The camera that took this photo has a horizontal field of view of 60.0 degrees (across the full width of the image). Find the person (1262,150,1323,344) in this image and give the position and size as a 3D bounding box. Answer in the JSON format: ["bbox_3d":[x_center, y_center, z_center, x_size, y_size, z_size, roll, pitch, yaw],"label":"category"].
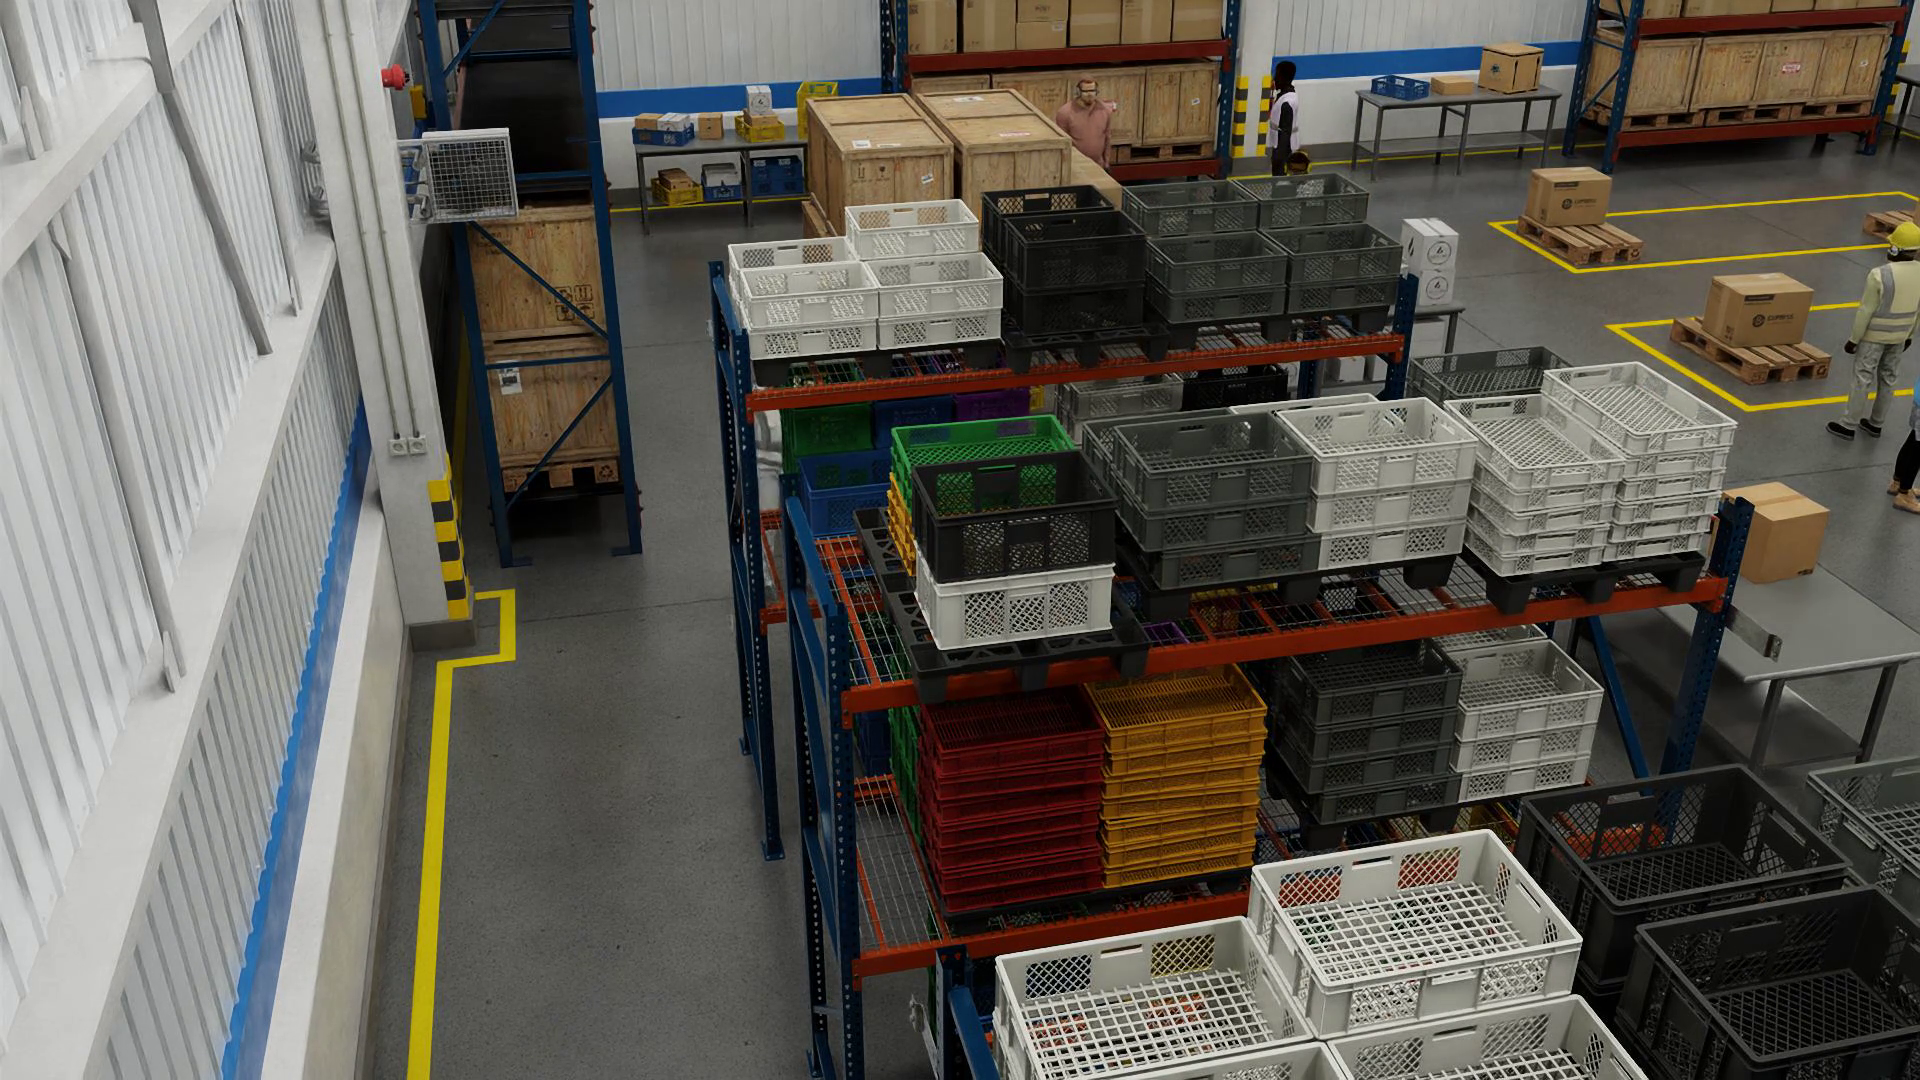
[{"bbox_3d":[3.032,-2.672,15.399,0.579,1.849,0.503,8,29,15],"label":"person"}]

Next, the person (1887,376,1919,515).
[{"bbox_3d":[7.318,-1.036,12.462,0.316,1.695,0.542,10,29,18],"label":"person"}]

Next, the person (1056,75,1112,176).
[{"bbox_3d":[1.344,-4.043,17.945,0.642,1.910,0.401,-9,29,-16],"label":"person"}]

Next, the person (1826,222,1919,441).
[{"bbox_3d":[7.524,-1.698,13.572,0.586,1.837,0.403,-5,28,-9],"label":"person"}]

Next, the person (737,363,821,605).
[{"bbox_3d":[-1.204,-0.466,11.207,0.607,1.865,0.406,-14,31,-25],"label":"person"}]

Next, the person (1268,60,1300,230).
[{"bbox_3d":[3.588,-4.371,18.556,0.391,1.920,0.593,3,28,6],"label":"person"}]
